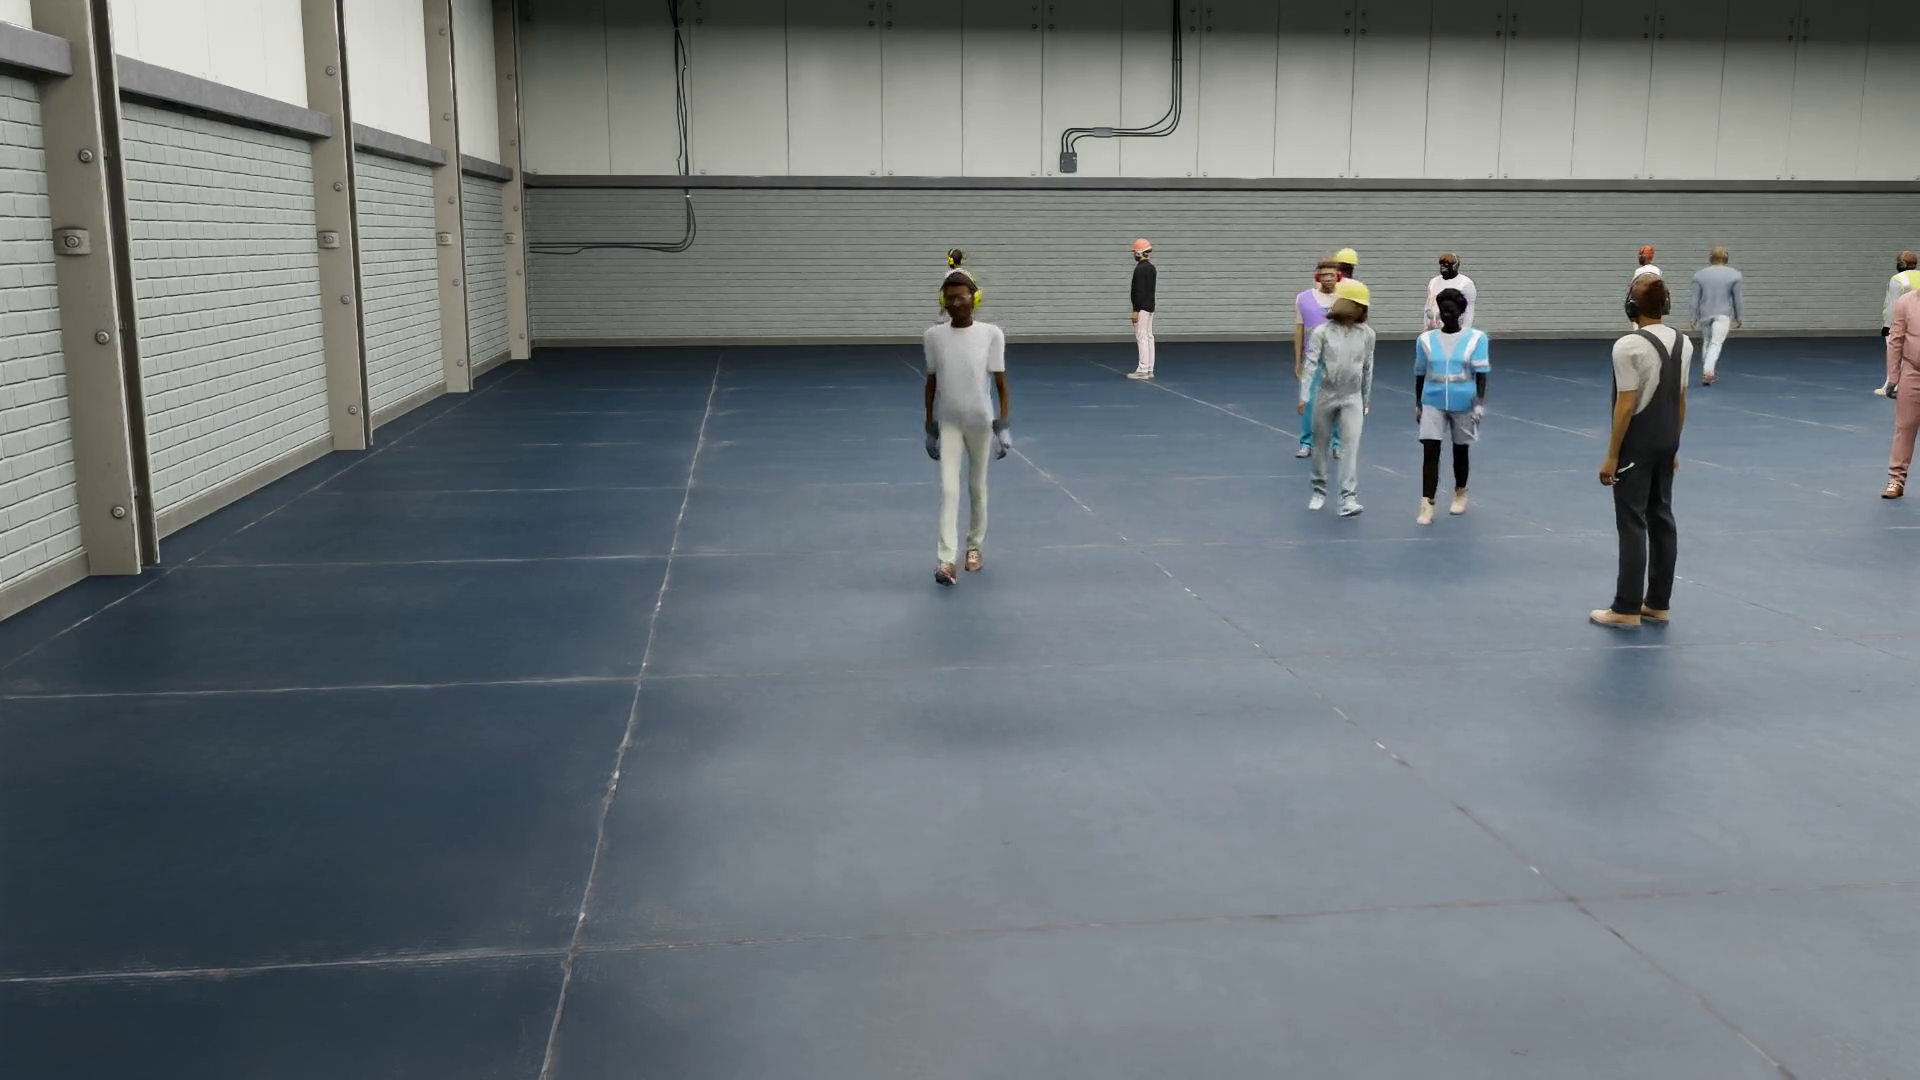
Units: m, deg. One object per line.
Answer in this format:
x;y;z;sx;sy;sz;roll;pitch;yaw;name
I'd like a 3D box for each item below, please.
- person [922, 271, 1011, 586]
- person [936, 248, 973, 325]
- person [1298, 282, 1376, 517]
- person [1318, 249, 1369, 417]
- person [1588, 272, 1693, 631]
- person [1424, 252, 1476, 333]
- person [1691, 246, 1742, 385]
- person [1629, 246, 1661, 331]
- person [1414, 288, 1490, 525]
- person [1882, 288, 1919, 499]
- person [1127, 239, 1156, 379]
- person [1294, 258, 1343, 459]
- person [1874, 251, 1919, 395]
0.034;-0.655;9.779;0.537;1.818;0.973;1;10;6;person
-0.083;-3.228;23.782;0.483;1.851;0.537;8;13;38;person
2.725;-1.008;12.050;0.569;1.687;0.899;0;10;2;person
4.187;-2.230;18.211;0.611;1.880;0.938;8;13;39;person
3.522;-0.451;8.590;0.505;1.842;0.345;-5;12;-26;person
5.582;-2.373;19.126;0.430;1.845;0.619;-8;13;-38;person
10.347;-3.074;22.832;0.633;1.906;0.951;8;13;38;person
10.167;-3.420;24.747;0.586;1.882;0.342;-8;13;-37;person
3.509;-0.955;11.904;0.540;1.682;0.785;5;11;25;person
7.452;-1.239;12.742;0.643;1.905;0.399;7;12;32;person
2.604;-3.307;23.827;0.395;1.992;0.622;5;11;26;person
3.349;-1.647;15.195;0.579;1.831;0.403;3;11;16;person
12.060;-2.773;21.318;0.627;1.845;0.429;-5;11;-25;person
